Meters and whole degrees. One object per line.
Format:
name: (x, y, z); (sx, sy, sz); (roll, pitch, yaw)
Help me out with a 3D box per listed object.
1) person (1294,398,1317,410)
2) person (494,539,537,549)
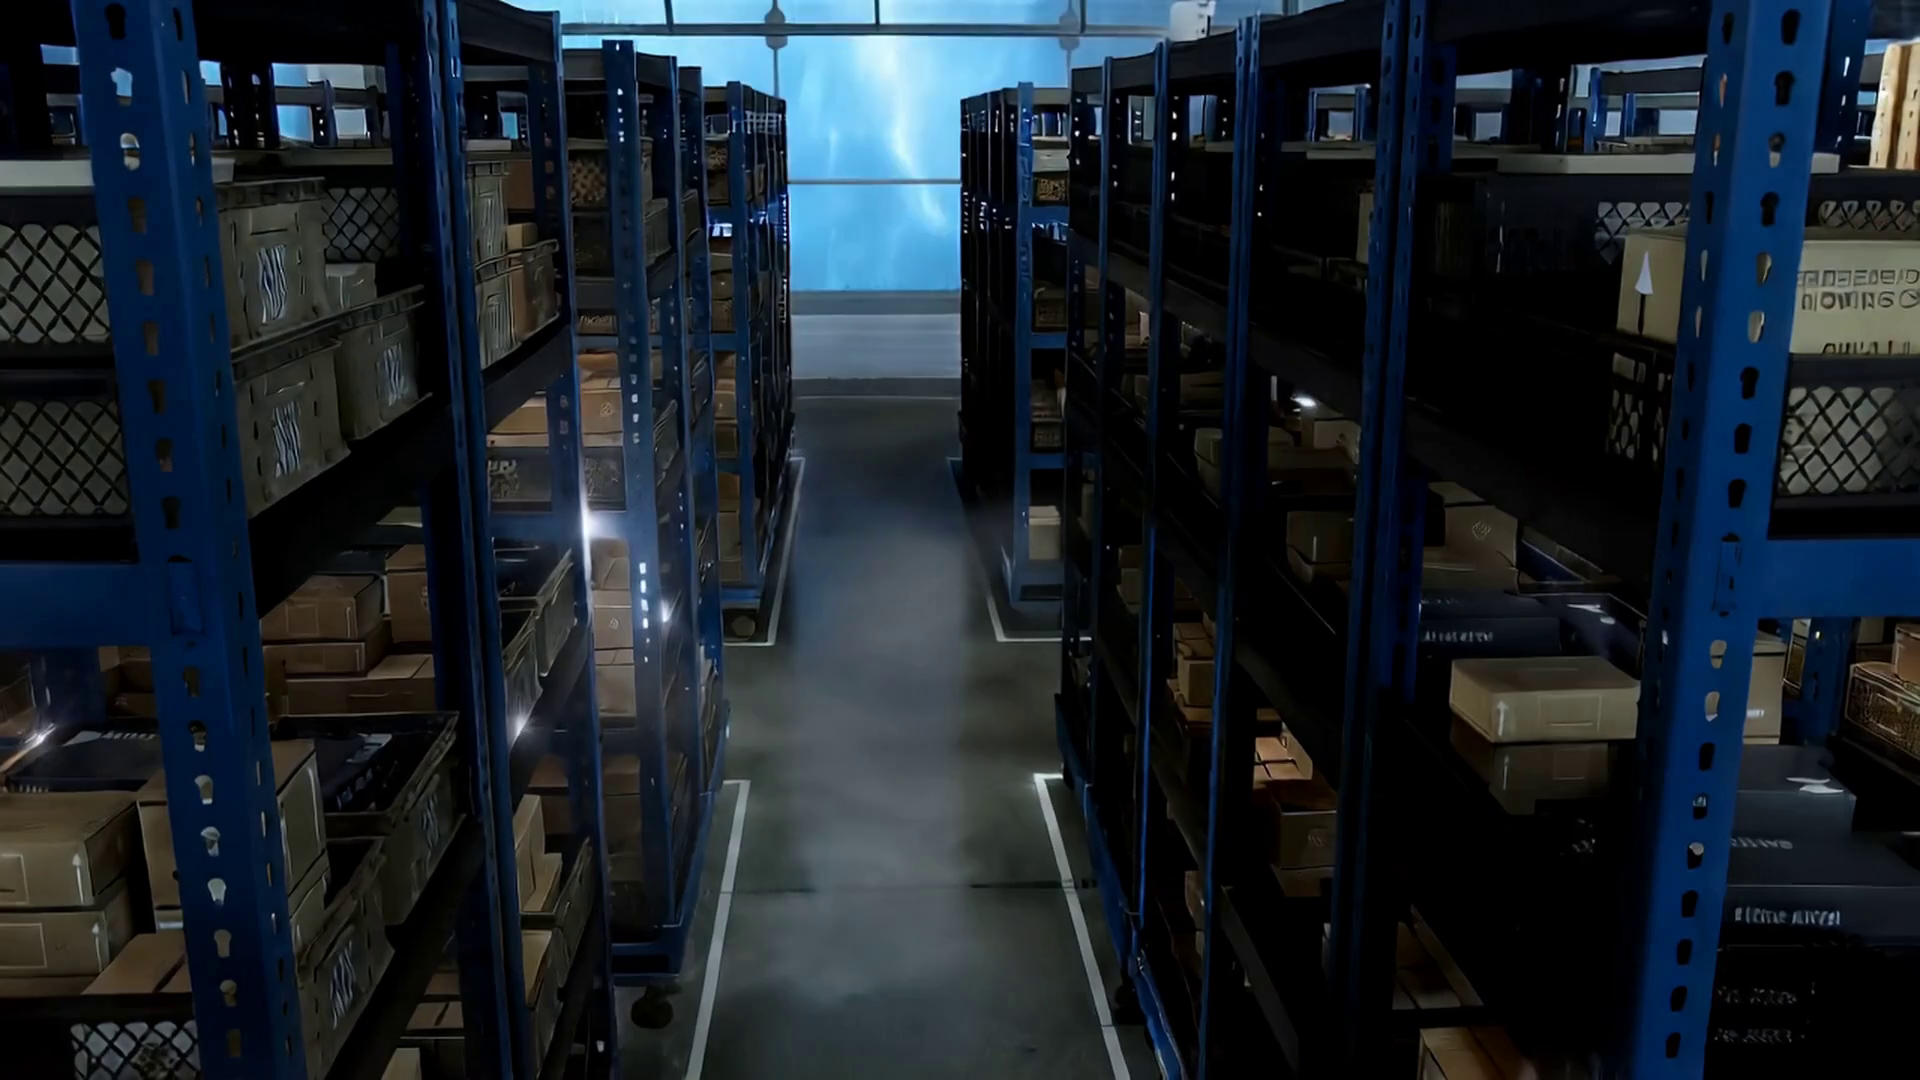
person: (1.931, 0.088, 9.613); (0.600, 1.832, 0.404); (-10, 17, -35)
person: (-2.296, 0.270, 8.544); (0.395, 1.993, 0.616); (6, 15, 24)
